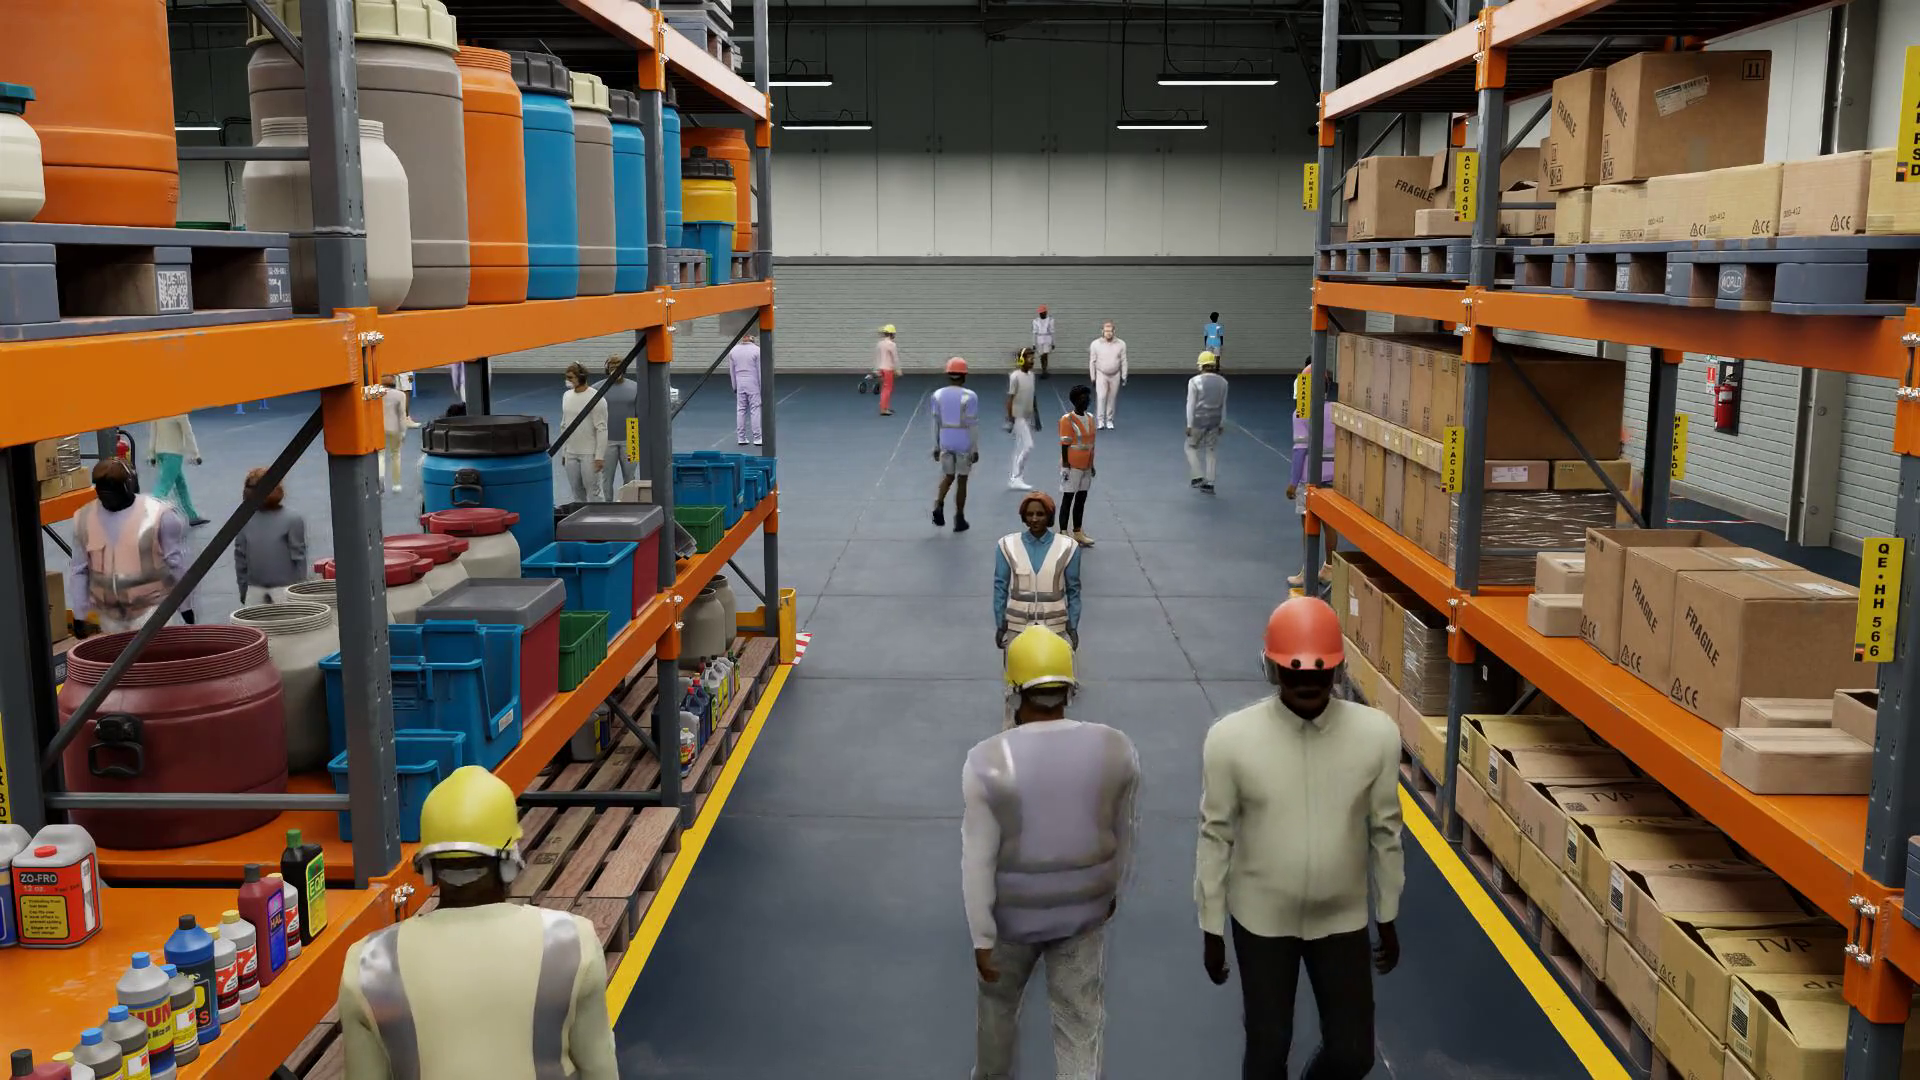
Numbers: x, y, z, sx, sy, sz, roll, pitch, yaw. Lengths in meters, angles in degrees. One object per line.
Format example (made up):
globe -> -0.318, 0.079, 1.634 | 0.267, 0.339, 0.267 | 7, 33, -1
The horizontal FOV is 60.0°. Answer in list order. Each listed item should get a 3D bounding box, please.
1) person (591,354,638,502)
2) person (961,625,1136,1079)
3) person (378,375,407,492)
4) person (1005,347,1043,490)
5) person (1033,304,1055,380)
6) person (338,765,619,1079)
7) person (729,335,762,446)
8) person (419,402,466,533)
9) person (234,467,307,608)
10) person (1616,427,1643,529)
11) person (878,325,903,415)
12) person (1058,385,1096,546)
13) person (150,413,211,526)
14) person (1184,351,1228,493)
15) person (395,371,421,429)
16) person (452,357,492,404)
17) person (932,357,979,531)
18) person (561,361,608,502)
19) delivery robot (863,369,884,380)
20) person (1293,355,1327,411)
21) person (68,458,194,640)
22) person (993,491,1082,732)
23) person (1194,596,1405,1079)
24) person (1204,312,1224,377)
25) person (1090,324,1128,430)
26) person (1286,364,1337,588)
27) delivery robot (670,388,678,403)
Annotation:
person -> -3.807, -1.097, 18.521 | 0.635, 1.938, 0.359 | -3, 10, -18
person -> 0.254, 1.155, 5.441 | 0.599, 1.801, 0.806 | -2, 10, -12
person -> -7.326, -1.392, 21.251 | 0.497, 1.616, 0.663 | -2, 10, -12
person -> 0.854, -1.573, 21.632 | 0.500, 1.853, 0.508 | 5, 11, 29
person -> 2.171, -5.072, 42.454 | 0.556, 1.906, 0.835 | 3, 10, 19
person -> -1.081, 1.415, 3.801 | 0.600, 1.827, 0.403 | -3, 10, -16
person -> -3.407, -2.487, 26.968 | 0.639, 1.902, 0.407 | 5, 11, 25
person -> -3.647, -0.037, 12.171 | 0.618, 1.945, 0.788 | -1, 10, -7
person -> -4.538, 0.316, 11.012 | 0.513, 1.622, 0.405 | 1, 9, 4
person -> 4.421, 0.089, 11.578 | 0.564, 1.885, 0.988 | -2, 10, -10
person -> -1.333, -3.304, 32.334 | 0.602, 1.747, 0.524 | -5, 11, -29
person -> 1.226, -0.766, 17.264 | 0.317, 1.695, 0.540 | 8, 12, 40
person -> -8.725, -0.952, 18.318 | 0.530, 1.720, 0.949 | 6, 11, 30
person -> 3.147, -1.527, 21.463 | 0.616, 1.811, 0.496 | -4, 10, -23
person -> -9.946, -3.023, 29.744 | 0.613, 2.043, 0.374 | 9, 13, 43
person -> -8.061, -2.584, 27.492 | 0.634, 1.921, 0.692 | -2, 10, -13
person -> -0.053, -1.053, 18.333 | 0.545, 1.923, 0.485 | 5, 11, 27
person -> -3.909, -0.883, 17.258 | 0.627, 1.935, 0.371 | 7, 12, 37
delivery robot -> -1.918, -3.772, 37.750 | 0.335, 0.223, 0.698 | 7, 12, 35
person -> 4.811, -1.695, 22.819 | 0.535, 1.699, 0.318 | -4, 10, -21
person -> -4.931, 0.423, 9.811 | 0.645, 1.805, 0.867 | 0, 9, -2
person -> 0.452, 0.522, 9.712 | 0.514, 1.641, 0.315 | 1, 10, 6
person -> 1.020, 1.135, 5.021 | 0.642, 1.978, 0.431 | 0, 9, 0
person -> 6.453, -4.940, 42.264 | 0.532, 1.697, 0.319 | 6, 11, 31
person -> 2.643, -2.867, 29.338 | 0.651, 1.870, 0.919 | -1, 10, -4
person -> 3.218, -0.580, 15.138 | 0.605, 2.035, 0.392 | -6, 11, -31
delivery robot -> -6.054, -2.983, 33.799 | 0.707, 0.478, 0.477 | 8, 13, 41
